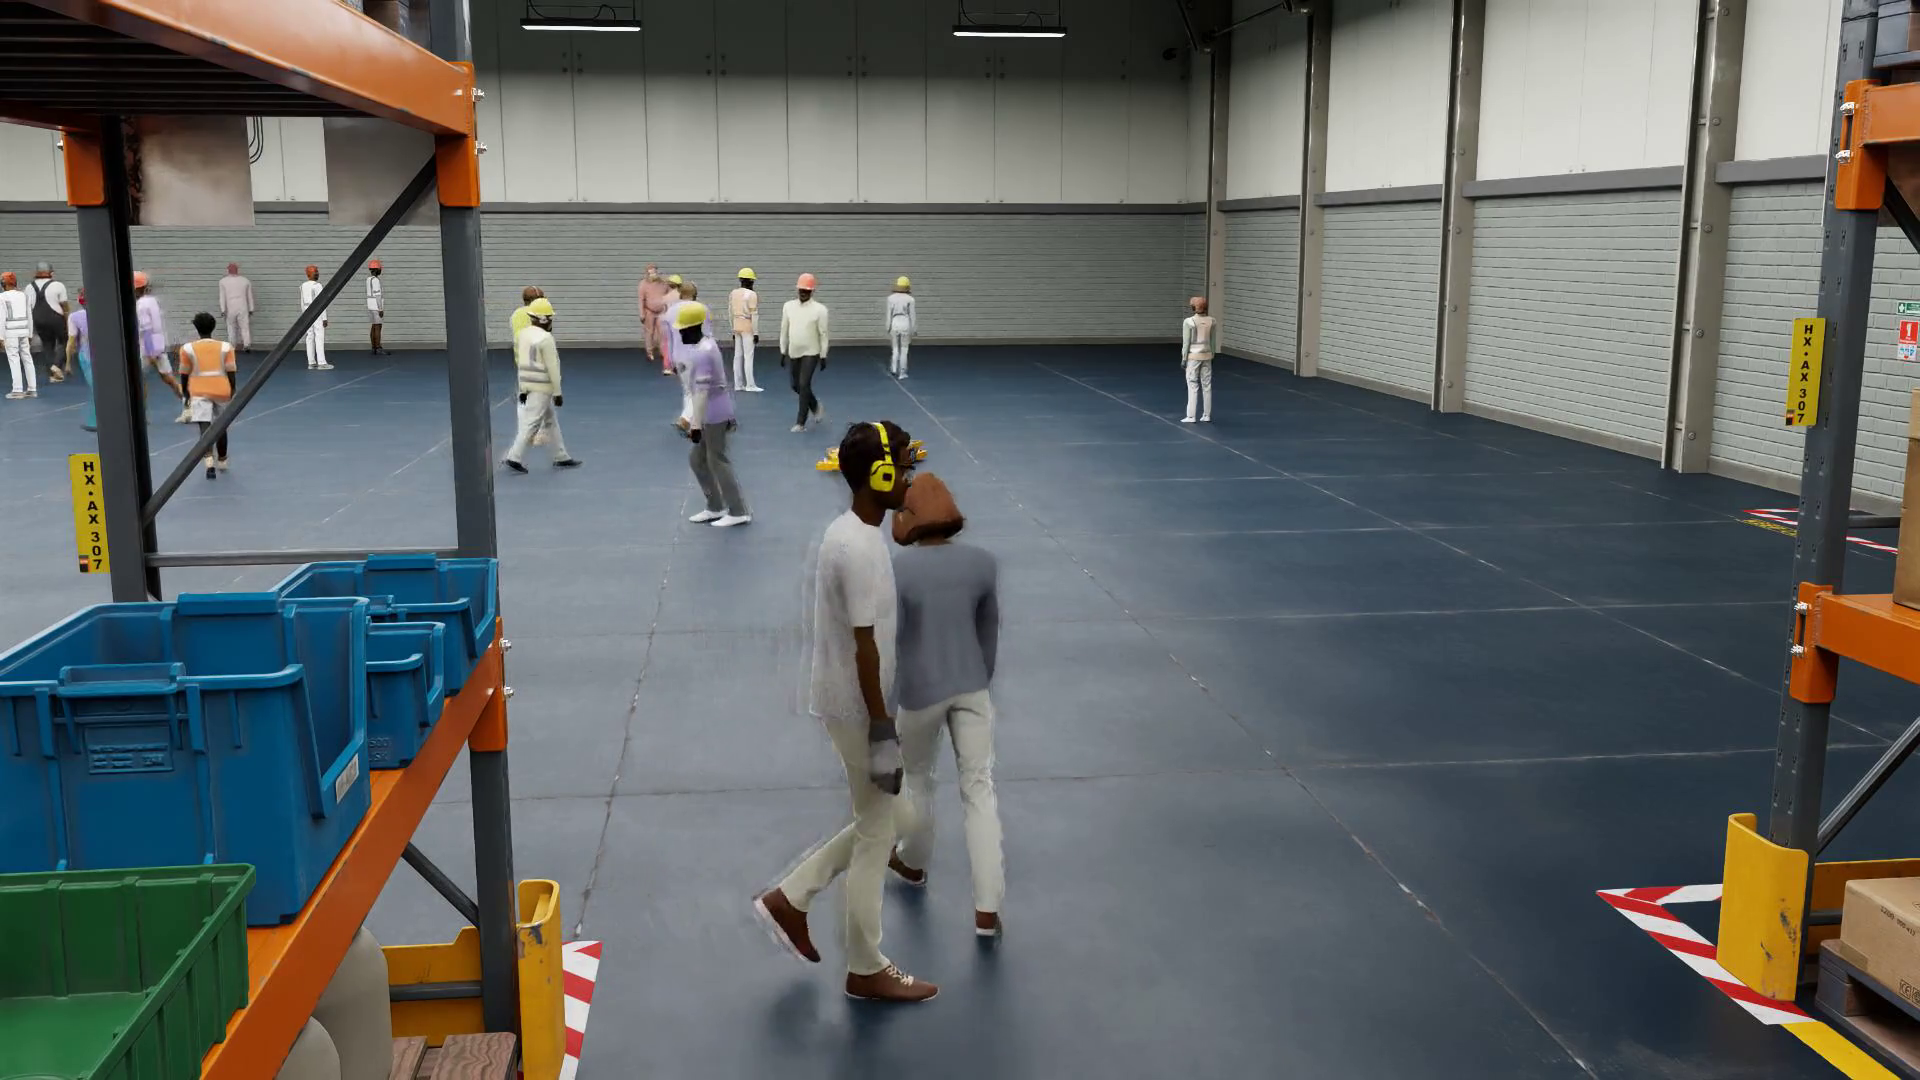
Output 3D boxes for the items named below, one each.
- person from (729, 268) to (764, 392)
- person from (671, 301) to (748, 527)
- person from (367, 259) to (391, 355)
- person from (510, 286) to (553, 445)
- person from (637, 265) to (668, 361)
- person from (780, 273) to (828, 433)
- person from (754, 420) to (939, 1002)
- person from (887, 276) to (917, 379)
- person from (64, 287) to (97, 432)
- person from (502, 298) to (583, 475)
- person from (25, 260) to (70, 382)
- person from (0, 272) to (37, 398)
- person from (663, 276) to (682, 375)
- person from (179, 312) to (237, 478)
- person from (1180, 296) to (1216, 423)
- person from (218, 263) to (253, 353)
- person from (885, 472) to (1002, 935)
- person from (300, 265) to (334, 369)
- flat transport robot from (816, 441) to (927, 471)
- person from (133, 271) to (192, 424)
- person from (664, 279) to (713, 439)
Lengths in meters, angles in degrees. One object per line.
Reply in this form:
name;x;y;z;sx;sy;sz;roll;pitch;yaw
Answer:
person;-3.339;-3.261;25.869;0.589;1.924;0.384;9;14;40
person;-2.057;-1.026;13.726;0.621;1.879;0.601;-2;11;-11
person;-11.892;-4.741;33.935;0.353;1.942;0.546;-8;13;-36
person;-4.938;-2.024;19.342;0.626;1.837;0.430;8;13;38
person;-5.877;-4.345;31.991;0.666;1.863;0.835;-5;12;-27
person;-1.908;-2.335;20.673;0.635;1.971;0.779;4;11;21
person;-0.351;0.552;5.198;0.491;1.847;0.550;0;10;0
person;-0.972;-3.611;28.307;0.518;1.728;0.415;4;11;19
person;-10.559;-2.172;20.249;0.944;1.799;0.578;6;12;29
person;-4.317;-1.569;16.977;0.926;1.792;0.611;-8;13;-39
person;-15.029;-3.620;27.517;0.701;2.000;0.540;1;10;4
person;-14.114;-3.055;24.849;0.339;1.882;0.581;4;11;20
person;-4.950;-3.760;29.149;0.553;1.712;0.910;5;12;26
person;-7.569;-1.468;16.790;0.534;1.660;0.862;-6;12;-28
person;3.086;-2.325;21.525;0.522;1.637;0.305;-6;12;-28
person;-15.010;-4.805;34.509;0.658;1.866;0.944;-6;12;-30
person;-0.084;0.555;5.873;0.536;1.578;0.848;-5;11;-25
person;-11.737;-4.049;30.295;0.579;1.884;0.352;6;12;30
flat transport robot;-0.912;-0.901;17.468;0.652;0.197;1.431;4;11;21
person;-10.296;-2.434;21.212;1.022;1.978;0.639;-1;10;-3
person;-3.199;-2.089;19.482;0.665;1.912;0.579;5;12;27
